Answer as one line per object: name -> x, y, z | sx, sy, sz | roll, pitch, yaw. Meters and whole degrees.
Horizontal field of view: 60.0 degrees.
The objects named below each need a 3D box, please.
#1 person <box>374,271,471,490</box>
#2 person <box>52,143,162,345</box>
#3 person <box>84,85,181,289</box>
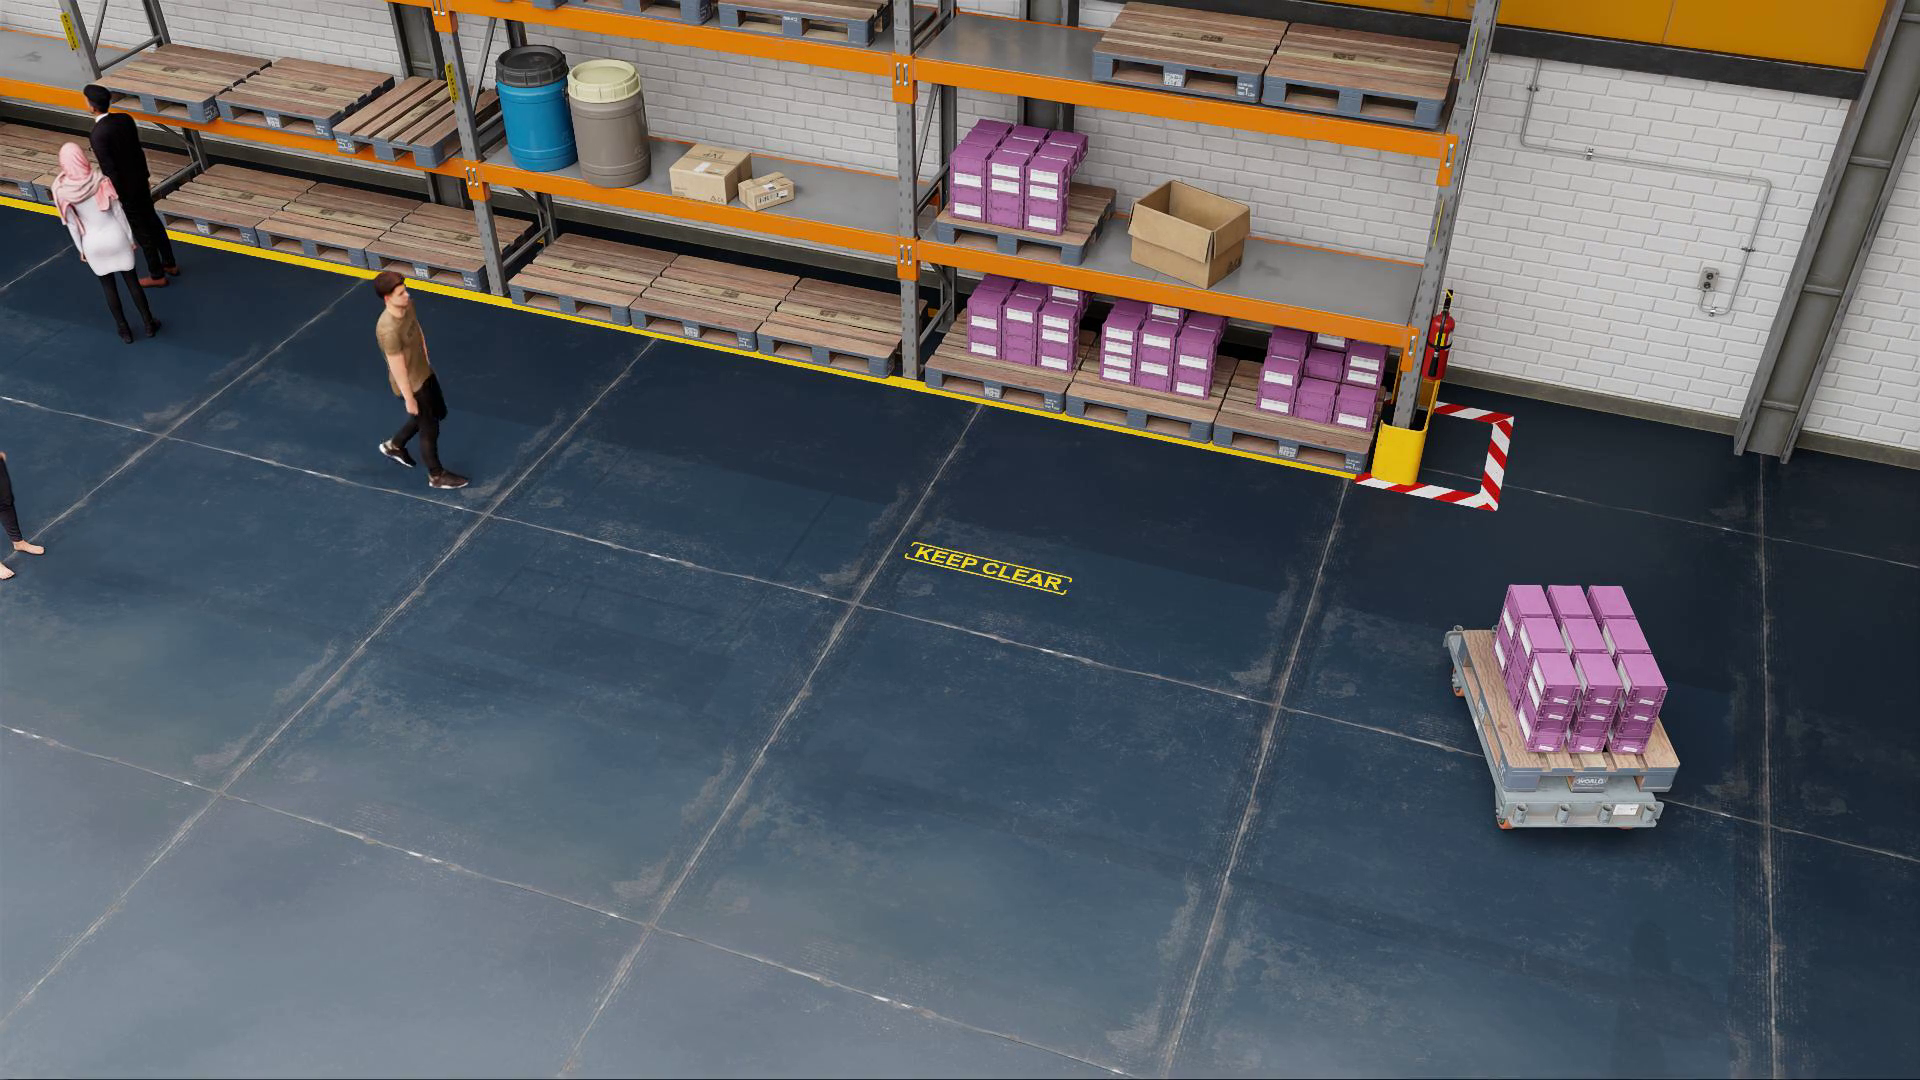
person -> -4.098, -1.169, 12.242 | 1.004, 1.838, 0.852 | 0, 39, 1
person -> -7.149, -2.483, 13.914 | 0.738, 1.804, 0.797 | -17, 41, -20
person -> -7.309, -3.119, 14.647 | 0.609, 1.883, 0.731 | 7, 39, 8
